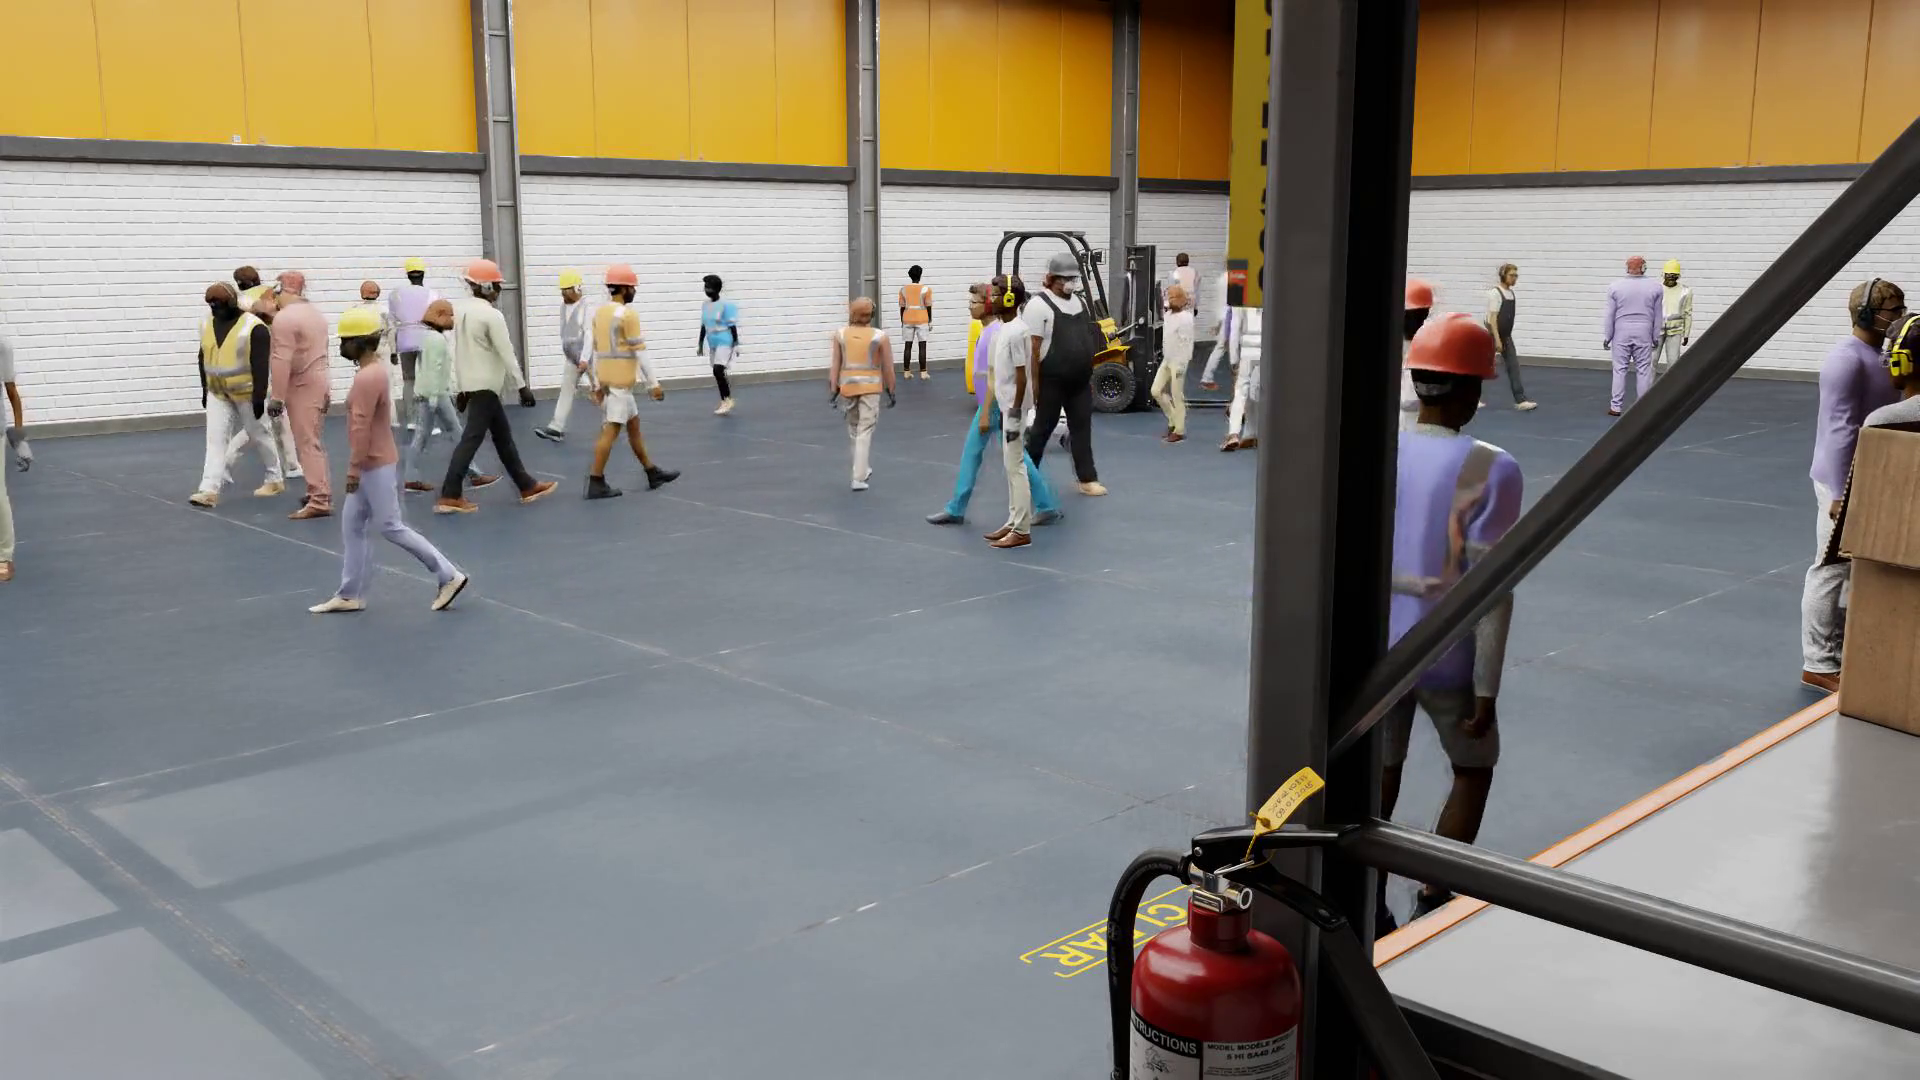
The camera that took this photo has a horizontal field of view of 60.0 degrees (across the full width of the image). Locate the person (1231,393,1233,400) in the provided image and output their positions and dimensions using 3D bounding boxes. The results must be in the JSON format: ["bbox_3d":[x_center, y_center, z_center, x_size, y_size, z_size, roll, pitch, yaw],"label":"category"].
[{"bbox_3d":[3.734,-2.597,20.808,0.667,1.862,0.921,-10,14,-44],"label":"person"}]

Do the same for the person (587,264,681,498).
[{"bbox_3d":[-2.710,-1.307,13.675,0.980,1.890,0.567,-8,13,-37],"label":"person"}]

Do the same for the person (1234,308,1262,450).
[{"bbox_3d":[3.014,-1.839,16.492,0.625,1.931,0.621,-3,11,-14],"label":"person"}]

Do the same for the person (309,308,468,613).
[{"bbox_3d":[-3.247,-0.435,9.358,0.820,1.735,0.531,-3,11,-18],"label":"person"}]

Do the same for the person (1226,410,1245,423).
[{"bbox_3d":[3.443,-2.224,18.728,0.932,1.863,0.674,-8,13,-38],"label":"person"}]

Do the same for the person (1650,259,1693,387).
[{"bbox_3d":[9.106,-2.695,21.445,0.595,1.825,0.403,5,11,23],"label":"person"}]

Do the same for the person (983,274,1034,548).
[{"bbox_3d":[0.337,-0.876,11.384,0.335,1.873,0.521,0,10,-3],"label":"person"}]

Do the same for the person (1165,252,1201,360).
[{"bbox_3d":[3.799,-3.989,28.441,0.635,1.841,0.429,-3,11,-17],"label":"person"}]

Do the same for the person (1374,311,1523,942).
[{"bbox_3d":[1.311,0.321,4.734,0.562,1.922,0.432,8,13,38],"label":"person"}]

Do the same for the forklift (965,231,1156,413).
[{"bbox_3d":[1.222,-2.721,20.561,2.313,2.155,1.214,2,11,13],"label":"forklift"}]

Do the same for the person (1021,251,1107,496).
[{"bbox_3d":[0.829,-1.397,13.762,0.692,2.000,0.834,-8,13,-38],"label":"person"}]

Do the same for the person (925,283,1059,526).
[{"bbox_3d":[0.272,-0.979,12.177,0.987,1.794,0.591,-1,10,-8],"label":"person"}]

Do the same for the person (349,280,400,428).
[{"bbox_3d":[-6.467,-2.042,18.377,0.511,1.640,0.308,-2,11,-9],"label":"person"}]

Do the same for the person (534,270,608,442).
[{"bbox_3d":[-3.954,-1.892,17.180,0.602,1.765,0.946,8,13,37],"label":"person"}]

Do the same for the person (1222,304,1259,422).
[{"bbox_3d":[3.429,-2.371,19.192,1.040,1.988,0.618,-9,13,-39],"label":"person"}]

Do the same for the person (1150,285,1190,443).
[{"bbox_3d":[2.179,-1.804,17.088,0.362,1.619,0.511,-4,11,-20],"label":"person"}]

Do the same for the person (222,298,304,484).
[{"bbox_3d":[-6.084,-1.290,14.376,0.837,1.600,0.505,-6,12,-31],"label":"person"}]

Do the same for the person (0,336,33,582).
[{"bbox_3d":[-5.959,-0.624,10.096,0.575,1.862,0.560,-3,11,-18],"label":"person"}]

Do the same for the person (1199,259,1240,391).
[{"bbox_3d":[3.718,-2.977,22.851,1.004,1.879,0.649,-3,11,-14],"label":"person"}]

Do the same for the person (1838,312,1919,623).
[{"bbox_3d":[3.405,0.120,5.997,0.512,1.860,0.317,-3,11,-16],"label":"person"}]

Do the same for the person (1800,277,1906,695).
[{"bbox_3d":[4.175,-0.245,7.758,0.369,1.939,0.631,9,14,40],"label":"person"}]

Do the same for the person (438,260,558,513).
[{"bbox_3d":[-3.662,-1.192,12.937,1.053,1.941,0.629,-8,13,-37],"label":"person"}]

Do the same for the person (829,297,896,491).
[{"bbox_3d":[-0.787,-1.247,14.093,0.545,1.604,0.794,3,11,17],"label":"person"}]

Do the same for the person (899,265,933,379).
[{"bbox_3d":[-0.655,-3.224,24.686,0.531,1.694,0.320,4,11,20],"label":"person"}]

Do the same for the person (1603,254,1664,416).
[{"bbox_3d":[7.934,-2.406,19.643,0.643,1.905,0.400,3,11,15],"label":"person"}]

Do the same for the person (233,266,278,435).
[{"bbox_3d":[-7.421,-2.010,17.764,0.431,1.815,0.697,8,13,38],"label":"person"}]

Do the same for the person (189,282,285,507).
[{"bbox_3d":[-5.797,-1.166,13.260,0.695,1.766,0.997,2,11,11],"label":"person"}]

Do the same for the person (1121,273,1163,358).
[{"bbox_3d":[2.771,-3.416,25.208,0.596,1.888,0.588,-5,11,-24],"label":"person"}]

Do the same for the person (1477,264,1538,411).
[{"bbox_3d":[6.601,-2.470,20.322,0.517,1.791,0.964,-8,13,-36],"label":"person"}]

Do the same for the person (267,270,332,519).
[{"bbox_3d":[-5.041,-1.119,12.753,0.520,1.875,0.750,0,10,-1],"label":"person"}]

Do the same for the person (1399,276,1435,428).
[{"bbox_3d":[2.727,-0.609,9.871,0.553,1.906,0.899,10,14,43],"label":"person"}]

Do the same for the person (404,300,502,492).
[{"bbox_3d":[-4.286,-1.196,13.885,0.835,1.587,0.522,-5,12,-25],"label":"person"}]

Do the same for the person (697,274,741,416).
[{"bbox_3d":[-2.834,-2.284,19.578,0.591,1.671,0.463,10,14,43],"label":"person"}]

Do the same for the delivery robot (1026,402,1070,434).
[{"bbox_3d":[0.811,-1.205,16.513,0.707,0.478,0.477,-1,10,-5],"label":"delivery robot"}]

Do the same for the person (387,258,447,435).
[{"bbox_3d":[-5.835,-2.079,17.922,0.609,1.894,0.635,-2,11,-11],"label":"person"}]

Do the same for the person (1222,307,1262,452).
[{"bbox_3d":[2.988,-1.779,16.322,0.763,1.874,0.614,4,11,20],"label":"person"}]

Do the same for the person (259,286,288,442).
[{"bbox_3d":[-7.009,-1.799,17.102,0.662,1.601,0.542,-3,11,-14],"label":"person"}]
